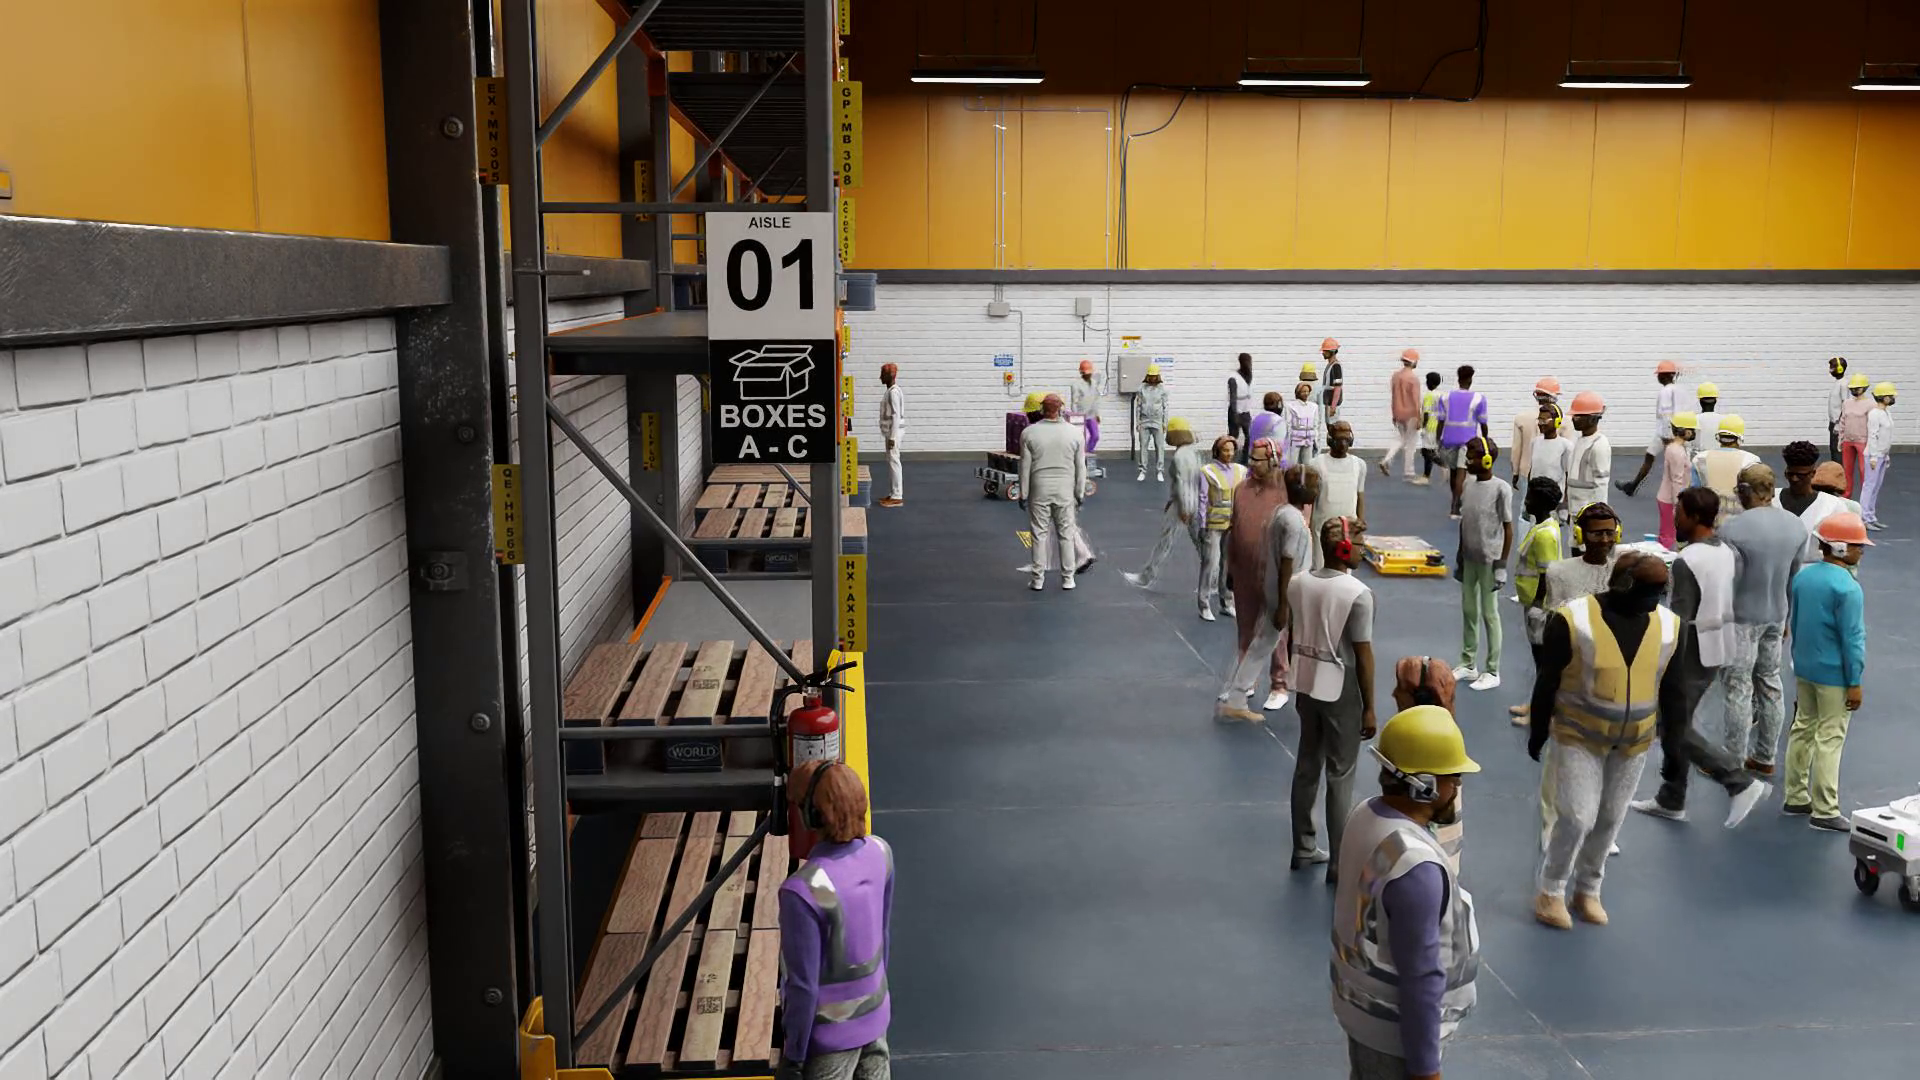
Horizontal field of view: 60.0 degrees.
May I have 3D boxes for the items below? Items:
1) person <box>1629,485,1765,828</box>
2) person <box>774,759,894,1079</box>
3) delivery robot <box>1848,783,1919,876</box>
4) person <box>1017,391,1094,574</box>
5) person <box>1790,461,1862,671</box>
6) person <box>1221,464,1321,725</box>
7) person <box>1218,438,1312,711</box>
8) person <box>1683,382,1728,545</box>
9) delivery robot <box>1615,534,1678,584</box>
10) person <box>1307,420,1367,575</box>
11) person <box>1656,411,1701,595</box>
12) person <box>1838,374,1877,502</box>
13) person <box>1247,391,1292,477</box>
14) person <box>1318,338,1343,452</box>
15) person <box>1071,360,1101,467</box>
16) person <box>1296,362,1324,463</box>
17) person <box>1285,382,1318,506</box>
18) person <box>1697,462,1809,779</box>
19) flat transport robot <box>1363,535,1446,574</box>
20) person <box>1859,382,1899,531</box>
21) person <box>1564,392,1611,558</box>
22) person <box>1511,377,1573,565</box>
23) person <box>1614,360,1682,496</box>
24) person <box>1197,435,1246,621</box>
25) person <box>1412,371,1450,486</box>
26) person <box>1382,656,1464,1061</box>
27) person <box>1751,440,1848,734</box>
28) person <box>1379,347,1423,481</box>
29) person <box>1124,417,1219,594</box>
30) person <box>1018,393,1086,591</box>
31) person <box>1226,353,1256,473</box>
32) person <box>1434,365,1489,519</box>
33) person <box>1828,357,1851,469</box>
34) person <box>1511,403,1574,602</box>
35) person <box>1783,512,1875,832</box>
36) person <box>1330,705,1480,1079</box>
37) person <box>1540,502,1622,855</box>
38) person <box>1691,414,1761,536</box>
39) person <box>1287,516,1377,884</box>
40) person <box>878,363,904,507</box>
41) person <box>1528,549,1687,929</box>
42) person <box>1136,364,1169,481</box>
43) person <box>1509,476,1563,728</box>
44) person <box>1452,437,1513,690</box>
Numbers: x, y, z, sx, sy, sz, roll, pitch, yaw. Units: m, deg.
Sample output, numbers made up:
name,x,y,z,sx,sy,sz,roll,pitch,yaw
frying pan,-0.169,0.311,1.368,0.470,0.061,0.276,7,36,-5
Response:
name,x,y,z,sx,sy,sz,roll,pitch,yaw
person,4.052,0.650,9.076,0.648,1.896,0.611,8,12,42
person,-0.363,1.445,4.898,0.309,1.638,0.522,5,10,28
delivery robot,4.716,1.426,8.119,0.707,0.478,0.477,-3,9,-18
person,0.995,-0.565,16.801,0.776,1.875,0.703,2,9,10
person,6.563,0.213,12.654,0.500,1.633,0.282,7,11,36
person,2.222,0.382,11.102,0.984,1.790,0.532,1,9,3
person,2.123,0.233,11.685,0.639,1.906,0.409,9,13,44
person,7.768,-0.684,17.374,0.590,1.923,0.383,-1,9,-3
delivery robot,6.577,0.190,15.870,0.477,0.478,0.707,-2,10,-10
person,3.116,-0.077,13.812,0.508,1.846,0.345,-1,9,-5
person,6.810,-0.351,15.811,0.348,1.756,0.518,3,10,18
person,11.644,-1.277,21.630,0.343,1.757,0.519,-4,10,-23
person,3.263,-0.674,17.693,0.470,1.805,0.651,-4,10,-22
person,5.874,-2.185,26.438,0.394,2.039,0.614,1,9,3
person,1.966,-1.942,25.869,0.581,1.732,0.398,-8,12,-40
person,5.194,-1.784,24.877,0.486,1.735,0.322,-4,10,-22
person,4.477,-1.256,21.857,0.514,1.641,0.307,-4,10,-23
person,4.716,0.497,9.934,0.629,1.935,0.373,-3,10,-20
flat transport robot,4.579,0.138,17.382,0.652,0.197,1.431,0,9,2
person,10.947,-0.995,19.817,0.299,1.772,0.525,9,13,44
person,5.357,-0.255,14.318,0.381,2.041,0.610,0,9,2
person,6.015,-0.686,17.182,0.622,1.987,0.394,6,11,33
person,9.473,-1.485,22.530,1.017,1.878,0.560,9,13,44
person,2.308,-0.109,14.666,0.525,1.637,0.307,-5,10,-29
person,6.816,-1.579,23.797,0.557,1.663,0.571,7,11,36
person,1.716,1.235,6.218,0.309,1.641,0.514,3,9,16
person,5.499,0.312,11.012,0.603,1.959,0.375,8,12,40
person,6.545,-1.837,24.453,0.535,1.976,0.647,-4,10,-22
person,2.088,-0.328,15.877,0.941,1.686,0.480,5,10,27
person,0.880,-0.458,16.013,0.655,1.906,0.407,0,9,-3
person,4.228,-1.899,25.145,0.610,1.870,0.704,-8,12,-40
person,6.326,-1.243,20.949,0.618,1.907,1.019,6,11,32
person,12.572,-1.689,23.882,0.328,1.865,0.518,3,9,17
person,5.369,-0.320,15.260,0.329,1.873,0.512,-5,10,-29
person,4.782,0.713,9.141,0.320,1.750,0.562,-1,9,-4
person,1.278,1.370,4.812,0.404,1.824,0.585,0,9,2
person,3.287,0.724,8.707,0.508,1.872,0.329,-1,9,-4
person,6.671,-0.179,14.489,0.590,1.833,0.404,6,11,35
person,1.852,0.797,8.343,0.388,1.840,0.563,-5,11,-31
person,-0.902,-1.379,21.863,0.340,1.883,0.586,-1,9,-5
person,2.984,0.920,7.684,0.645,1.804,0.518,0,9,-3
person,2.827,-1.723,24.504,0.485,1.738,0.346,3,9,15
person,3.892,0.414,11.190,0.320,1.697,0.532,3,10,18
person,3.821,0.169,12.216,0.327,1.863,0.514,-4,10,-23
